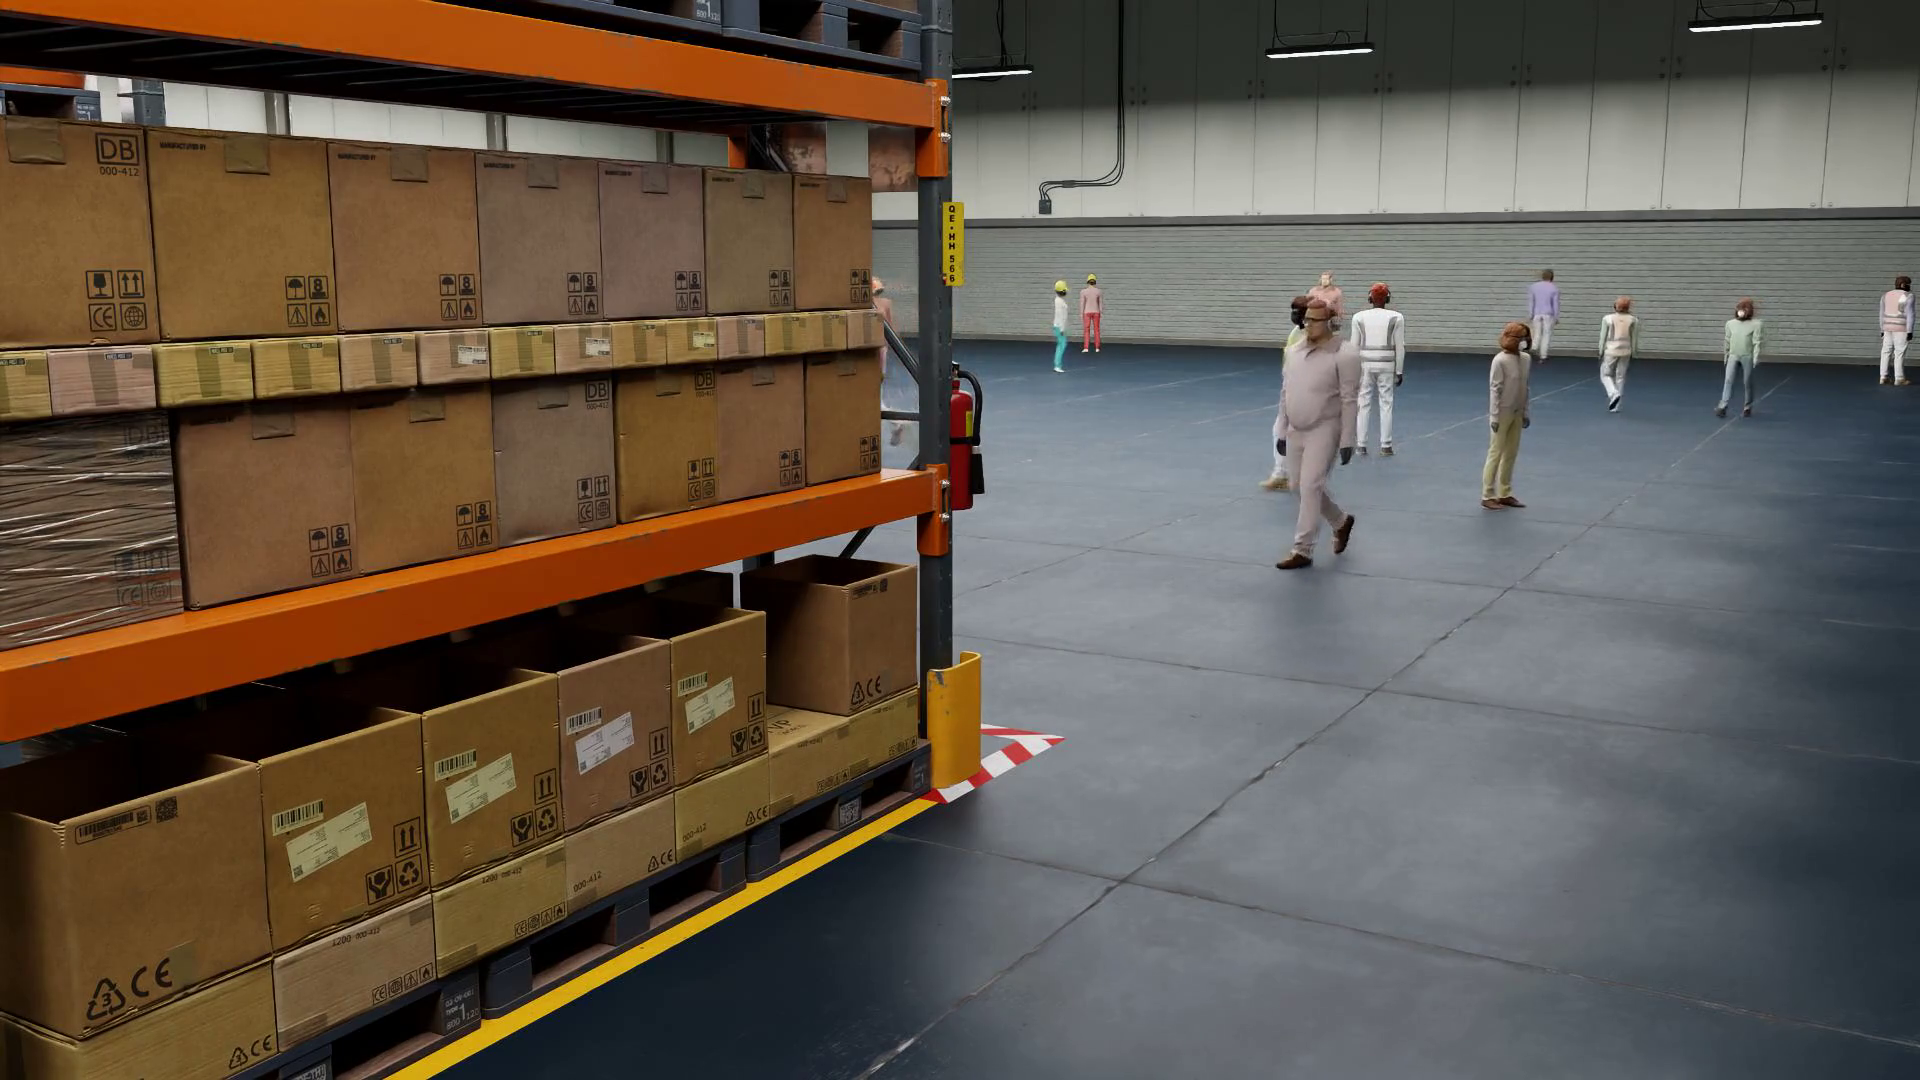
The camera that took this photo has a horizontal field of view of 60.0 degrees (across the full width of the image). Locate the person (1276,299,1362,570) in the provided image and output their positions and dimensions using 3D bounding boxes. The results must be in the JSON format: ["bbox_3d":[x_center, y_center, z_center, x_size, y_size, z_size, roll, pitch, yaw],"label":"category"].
[{"bbox_3d":[2.539,-0.759,11.727,0.821,1.881,0.648,-6,12,-33],"label":"person"}]

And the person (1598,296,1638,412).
[{"bbox_3d":[9.147,-2.573,23.109,0.531,1.622,0.423,0,10,1],"label":"person"}]

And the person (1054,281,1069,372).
[{"bbox_3d":[1.883,-3.999,31.256,0.319,1.707,0.712,2,10,12],"label":"person"}]

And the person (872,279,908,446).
[{"bbox_3d":[-0.981,-1.946,18.424,0.643,1.976,0.619,-5,11,-25],"label":"person"}]

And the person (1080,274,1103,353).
[{"bbox_3d":[2.964,-5.105,37.532,0.525,1.769,0.314,-1,10,-7],"label":"person"}]

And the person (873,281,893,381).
[{"bbox_3d":[-1.450,-3.666,29.196,0.534,1.744,0.719,-2,10,-11],"label":"person"}]

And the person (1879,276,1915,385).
[{"bbox_3d":[15.923,-3.555,28.247,0.430,1.841,0.624,-4,10,-20],"label":"person"}]

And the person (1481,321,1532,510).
[{"bbox_3d":[4.724,-1.063,14.304,0.506,1.621,0.316,-7,12,-36],"label":"person"}]

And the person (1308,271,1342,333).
[{"bbox_3d":[6.938,-4.171,31.701,0.649,1.890,0.564,2,10,13],"label":"person"}]

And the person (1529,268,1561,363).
[{"bbox_3d":[11.968,-4.584,34.011,0.650,1.924,0.434,9,13,43],"label":"person"}]

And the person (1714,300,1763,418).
[{"bbox_3d":[10.449,-2.412,22.283,0.519,1.584,0.877,9,13,43],"label":"person"}]

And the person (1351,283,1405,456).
[{"bbox_3d":[4.555,-1.856,18.166,0.579,1.884,0.352,4,10,20],"label":"person"}]

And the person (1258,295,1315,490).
[{"bbox_3d":[3.053,-1.325,15.234,0.726,1.818,0.661,-2,10,-12],"label":"person"}]
